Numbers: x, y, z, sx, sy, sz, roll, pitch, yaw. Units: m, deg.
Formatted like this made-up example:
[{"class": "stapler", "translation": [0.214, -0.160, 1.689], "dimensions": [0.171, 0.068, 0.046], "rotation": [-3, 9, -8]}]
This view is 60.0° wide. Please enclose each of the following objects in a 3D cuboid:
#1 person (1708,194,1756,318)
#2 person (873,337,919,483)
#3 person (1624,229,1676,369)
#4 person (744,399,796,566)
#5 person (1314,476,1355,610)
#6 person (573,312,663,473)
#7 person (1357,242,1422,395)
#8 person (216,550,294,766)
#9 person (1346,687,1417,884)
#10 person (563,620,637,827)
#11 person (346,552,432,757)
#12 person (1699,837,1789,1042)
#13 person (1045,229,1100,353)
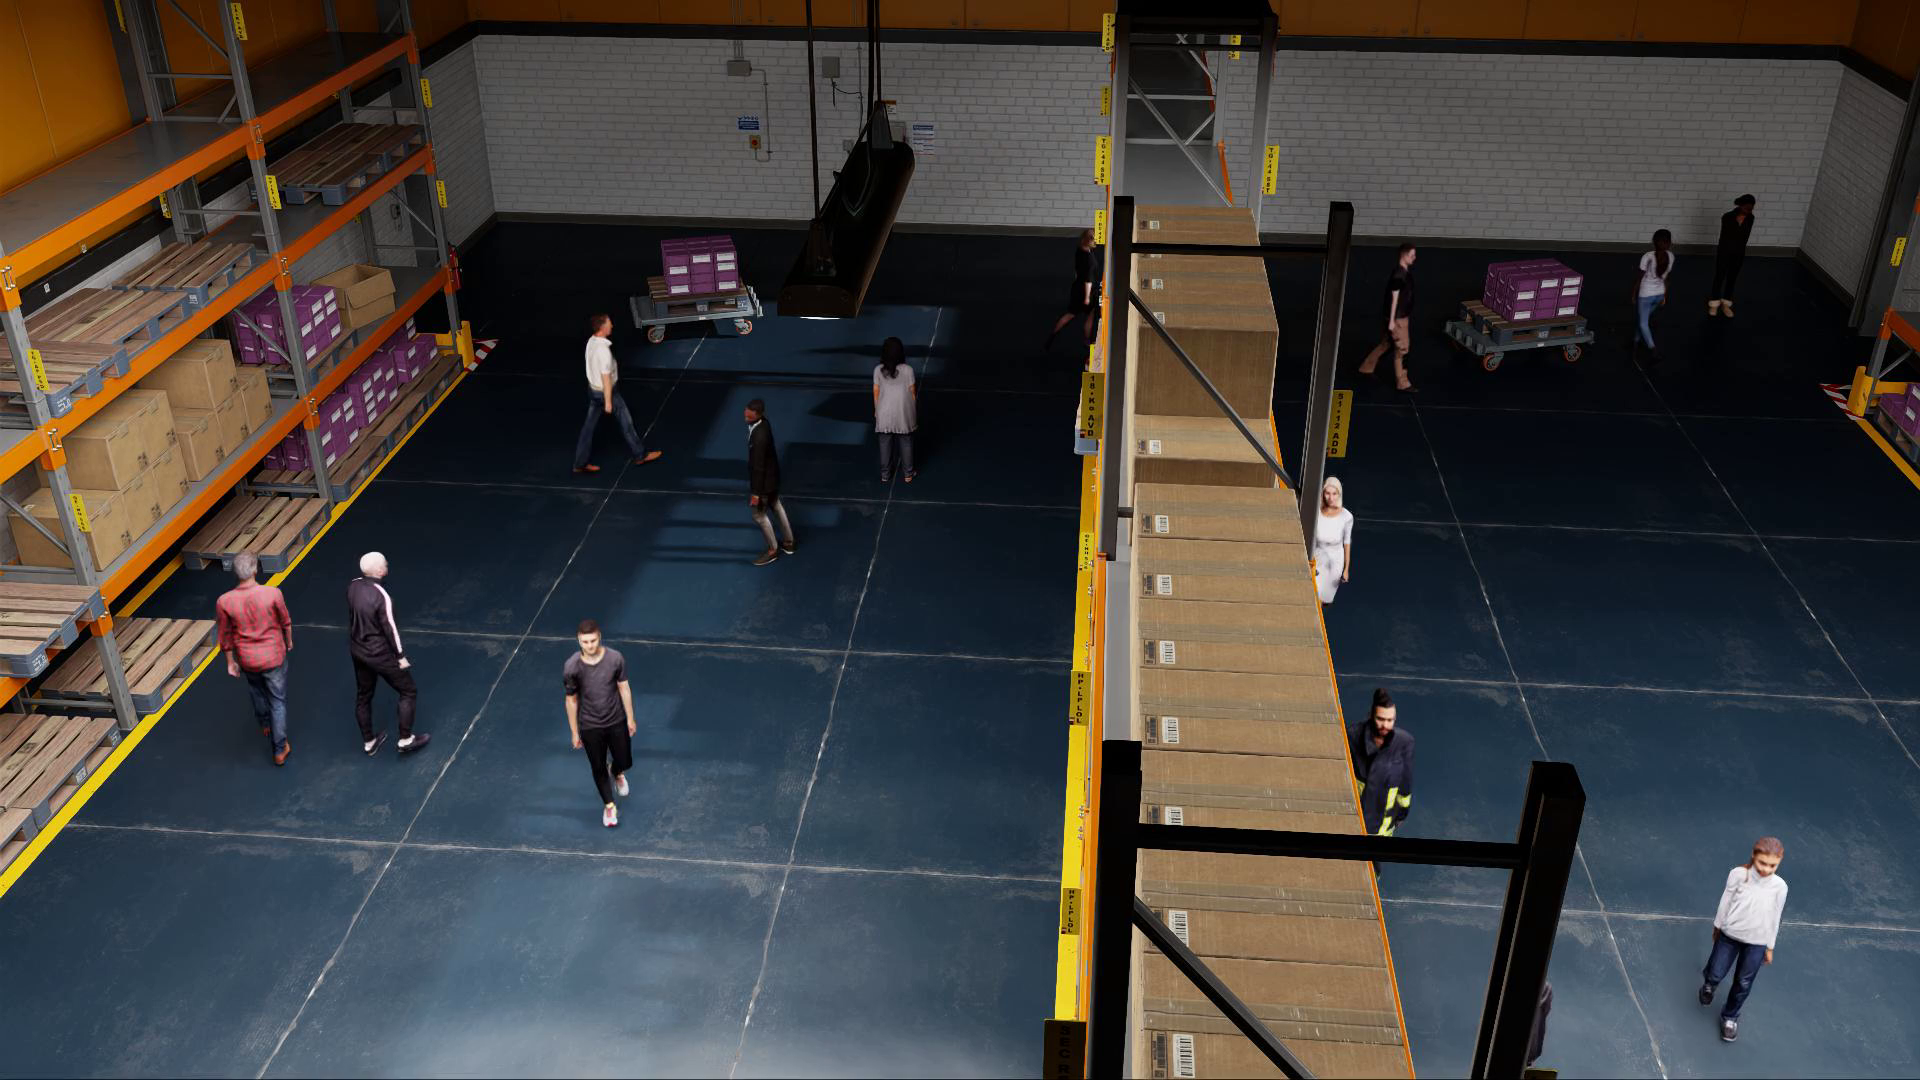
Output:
[{"class": "person", "translation": [10.309, -3.837, 22.240], "dimensions": [0.606, 1.654, 0.560], "rotation": [2, 29, 4]}, {"class": "person", "translation": [-0.694, -1.396, 17.807], "dimensions": [0.611, 1.614, 0.630], "rotation": [3, 29, 5]}, {"class": "person", "translation": [8.607, -2.975, 20.620], "dimensions": [0.814, 1.691, 1.163], "rotation": [-6, 29, -12]}, {"class": "person", "translation": [-1.868, -0.587, 16.158], "dimensions": [0.852, 1.773, 0.607], "rotation": [5, 29, 8]}, {"class": "person", "translation": [3.233, 0.208, 14.756], "dimensions": [0.574, 1.721, 1.014], "rotation": [3, 29, 5]}, {"class": "person", "translation": [-3.924, -1.539, 17.869], "dimensions": [1.185, 1.806, 1.253], "rotation": [-14, 32, -24]}, {"class": "person", "translation": [5.162, -2.694, 19.973], "dimensions": [0.928, 1.818, 1.048], "rotation": [10, 30, 17]}, {"class": "person", "translation": [-5.567, 0.979, 13.252], "dimensions": [0.837, 1.806, 1.008], "rotation": [-5, 29, -9]}, {"class": "person", "translation": [2.839, 1.810, 11.685], "dimensions": [0.750, 1.848, 0.809], "rotation": [2, 29, 4]}, {"class": "person", "translation": [-2.724, 1.337, 12.653], "dimensions": [0.798, 1.751, 0.871], "rotation": [-8, 30, -15]}, {"class": "person", "translation": [-4.694, 0.951, 13.293], "dimensions": [0.790, 1.816, 0.816], "rotation": [15, 32, 25]}, {"class": "person", "translation": [5.069, 2.502, 10.732], "dimensions": [0.634, 1.546, 0.747], "rotation": [11, 31, 20]}, {"class": "person", "translation": [1.471, -3.064, 20.804], "dimensions": [0.976, 1.671, 1.044], "rotation": [-14, 32, -24]}]
